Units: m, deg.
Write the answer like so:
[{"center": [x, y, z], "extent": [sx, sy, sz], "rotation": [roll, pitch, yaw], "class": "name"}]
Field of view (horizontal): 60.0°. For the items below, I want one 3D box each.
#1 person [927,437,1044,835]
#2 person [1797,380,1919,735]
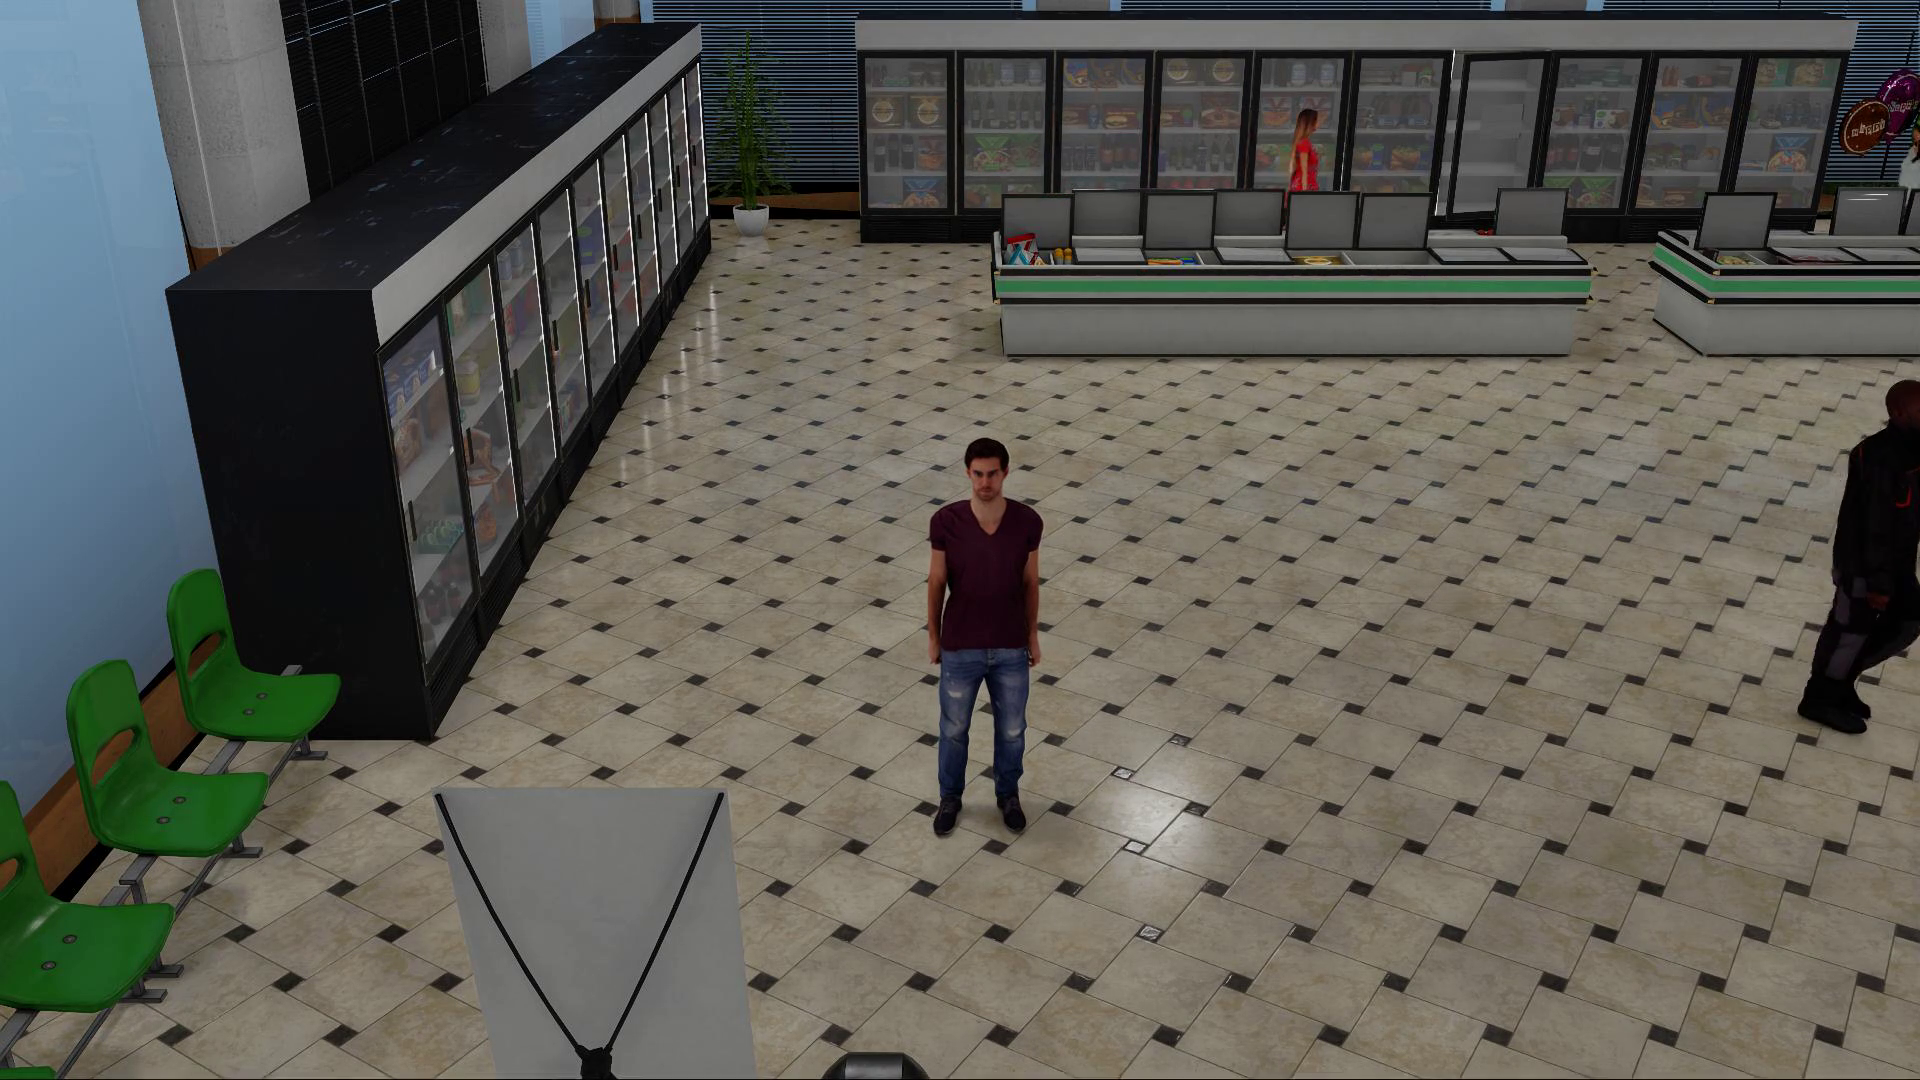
[{"center": [0.105, 0.417, 7.297], "extent": [0.492, 1.855, 0.718], "rotation": [-1, 24, -3], "class": "person"}, {"center": [4.370, 0.071, 8.143], "extent": [0.824, 1.811, 0.891], "rotation": [-21, 31, -39], "class": "person"}]
